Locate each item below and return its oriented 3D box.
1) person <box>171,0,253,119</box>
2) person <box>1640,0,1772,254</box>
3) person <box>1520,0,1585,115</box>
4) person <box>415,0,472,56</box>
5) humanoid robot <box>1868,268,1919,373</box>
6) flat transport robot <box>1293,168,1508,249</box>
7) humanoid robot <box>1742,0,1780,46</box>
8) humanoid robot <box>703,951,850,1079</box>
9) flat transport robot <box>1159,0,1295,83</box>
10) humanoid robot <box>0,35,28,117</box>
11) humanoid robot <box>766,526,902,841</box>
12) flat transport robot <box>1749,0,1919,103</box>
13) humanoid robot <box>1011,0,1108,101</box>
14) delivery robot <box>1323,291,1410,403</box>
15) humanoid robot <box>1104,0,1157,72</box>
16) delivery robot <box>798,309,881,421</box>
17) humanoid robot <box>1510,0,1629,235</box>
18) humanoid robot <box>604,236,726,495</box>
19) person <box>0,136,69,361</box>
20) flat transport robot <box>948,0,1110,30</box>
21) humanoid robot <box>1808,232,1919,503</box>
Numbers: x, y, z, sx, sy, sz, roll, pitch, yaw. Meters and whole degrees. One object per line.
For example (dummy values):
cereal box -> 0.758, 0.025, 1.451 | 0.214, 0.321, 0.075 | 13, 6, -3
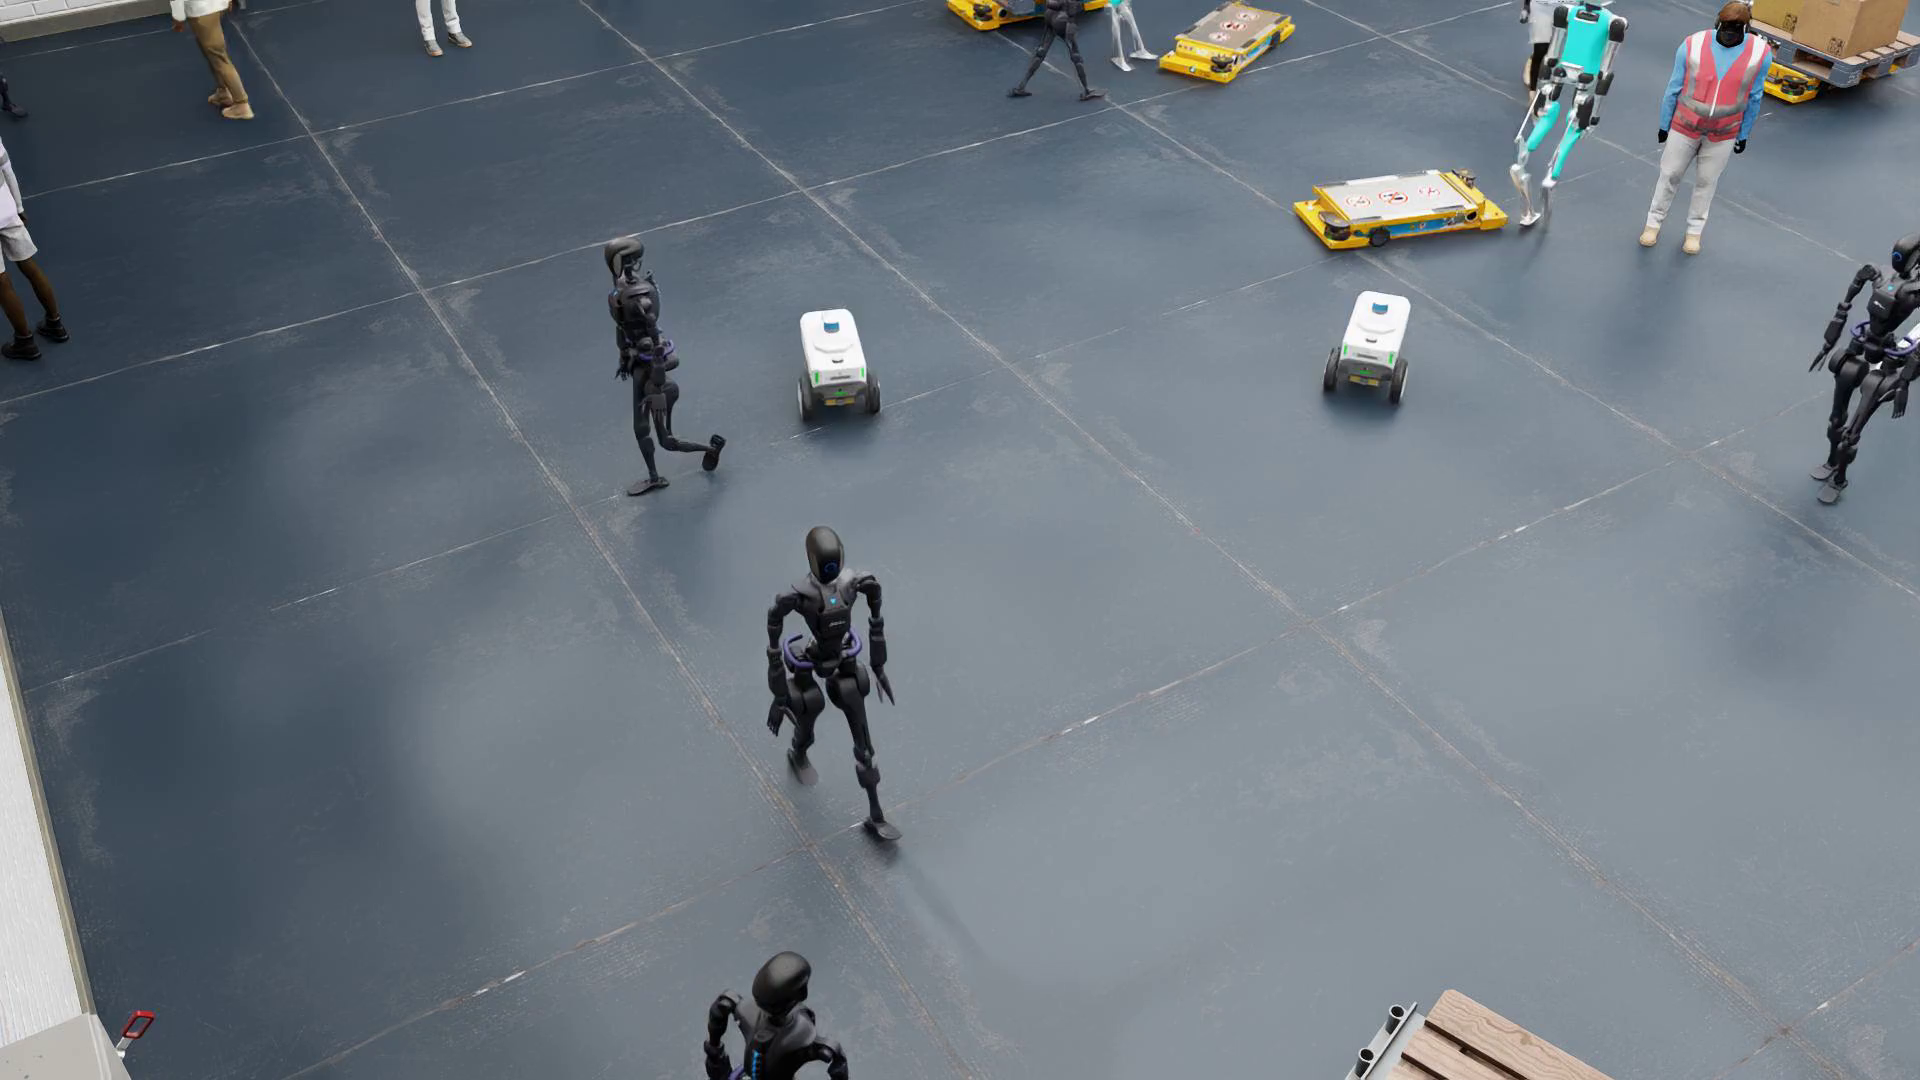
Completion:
person -> -6.200, -4.293, 13.516 | 0.639, 1.744, 0.565 | 6, 39, 8
person -> 5.231, -2.894, 11.691 | 0.628, 1.836, 0.431 | 13, 40, 16
person -> 4.895, -4.430, 13.756 | 0.540, 1.662, 0.769 | -2, 38, -3
person -> -4.662, -5.227, 14.588 | 0.578, 1.882, 0.343 | -29, 47, -32
humanoid robot -> 6.242, -1.695, 10.236 | 0.965, 1.718, 0.537 | -16, 41, -20
flat transport robot -> 3.288, -2.474, 12.414 | 1.431, 0.231, 0.659 | -9, 39, -12
humanoid robot -> 7.123, -5.122, 14.465 | 0.735, 1.677, 0.533 | -11, 40, -14
humanoid robot -> -0.619, 1.946, 5.737 | 0.615, 1.627, 0.769 | 16, 41, 20
flat transport robot -> 2.422, -4.494, 14.962 | 0.659, 0.231, 1.431 | 22, 44, 26
humanoid robot -> -8.059, -4.105, 13.339 | 0.614, 1.638, 0.420 | -20, 42, -23
humanoid robot -> -0.584, 0.624, 7.407 | 0.590, 1.618, 0.810 | -17, 41, -20
flat transport robot -> 7.484, -4.148, 14.525 | 1.431, 0.231, 0.659 | -21, 43, -24
humanoid robot -> 0.830, -4.433, 13.801 | 0.809, 1.630, 0.612 | -5, 39, -6
delivery robot -> 2.651, -1.259, 10.664 | 0.499, 0.612, 0.814 | 13, 40, 15
humanoid robot -> 1.551, -4.968, 14.349 | 0.749, 1.741, 0.541 | 25, 45, 28
delivery robot -> -0.797, -1.133, 10.489 | 0.499, 0.592, 0.795 | -7, 39, -9
humanoid robot -> 4.264, -3.003, 11.972 | 0.547, 1.852, 0.790 | 30, 47, 32
humanoid robot -> -1.688, -0.999, 9.434 | 0.620, 1.628, 0.601 | -20, 43, -24
person -> -6.177, -2.041, 10.524 | 0.359, 1.939, 0.542 | 17, 41, 20
flat transport robot -> 0.665, -5.143, 15.781 | 1.431, 0.231, 0.659 | -17, 42, -21
humanoid robot -> 5.142, -0.998, 9.419 | 0.471, 1.644, 0.608 | -21, 43, -24
